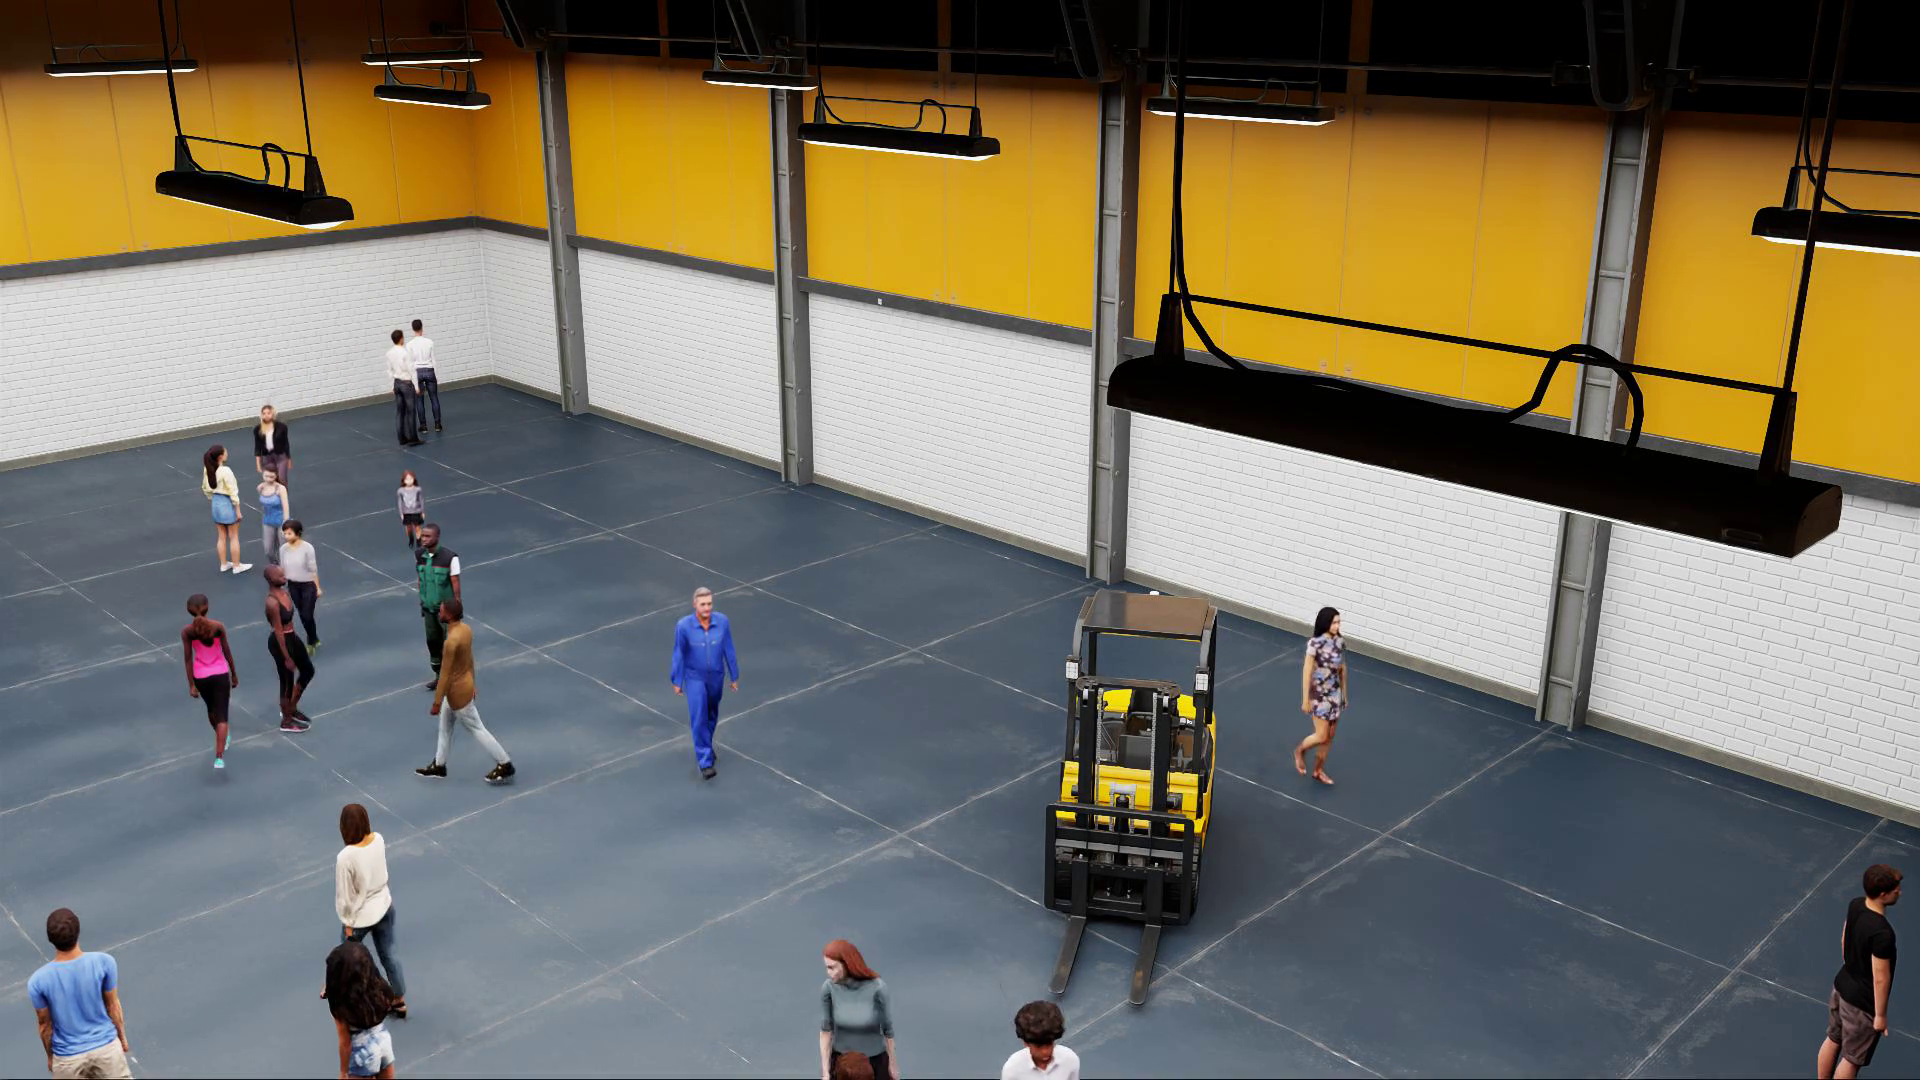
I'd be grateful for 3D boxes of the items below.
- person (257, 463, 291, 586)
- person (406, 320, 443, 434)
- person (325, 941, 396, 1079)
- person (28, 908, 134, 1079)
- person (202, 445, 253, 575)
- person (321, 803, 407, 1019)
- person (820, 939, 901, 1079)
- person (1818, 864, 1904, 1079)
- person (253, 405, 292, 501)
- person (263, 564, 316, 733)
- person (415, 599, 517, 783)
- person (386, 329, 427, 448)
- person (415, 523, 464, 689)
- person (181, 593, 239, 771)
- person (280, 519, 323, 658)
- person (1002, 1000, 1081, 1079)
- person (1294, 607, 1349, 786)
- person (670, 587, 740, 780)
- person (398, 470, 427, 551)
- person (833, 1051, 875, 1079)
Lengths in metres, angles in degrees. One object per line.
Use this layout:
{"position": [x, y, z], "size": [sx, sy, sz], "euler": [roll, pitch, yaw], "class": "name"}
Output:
{"position": [-8.327, -0.192, 20.321], "size": [0.724, 1.578, 0.784], "euler": [7, 20, 19], "class": "person"}
{"position": [-8.803, -2.697, 27.300], "size": [0.696, 1.872, 0.694], "euler": [-9, 20, -24], "class": "person"}
{"position": [-3.643, 3.185, 10.220], "size": [0.683, 1.626, 0.652], "euler": [6, 19, 17], "class": "person"}
{"position": [-5.299, 3.097, 10.111], "size": [0.683, 1.862, 0.642], "euler": [-12, 22, -31], "class": "person"}
{"position": [-9.221, -0.395, 20.843], "size": [0.615, 1.630, 0.773], "euler": [8, 20, 22], "class": "person"}
{"position": [-4.121, 2.652, 11.750], "size": [1.017, 1.659, 0.833], "euler": [9, 21, 25], "class": "person"}
{"position": [-0.628, 3.177, 10.101], "size": [0.719, 1.717, 0.800], "euler": [-2, 19, -7], "class": "person"}
{"position": [5.768, 2.908, 10.674], "size": [0.806, 1.861, 0.761], "euler": [1, 19, 4], "class": "person"}
{"position": [-9.360, -1.042, 22.744], "size": [0.924, 1.643, 1.092], "euler": [-4, 19, -13], "class": "person"}
{"position": [-6.715, 1.067, 16.320], "size": [0.783, 1.745, 0.716], "euler": [-1, 19, -3], "class": "person"}
{"position": [-4.492, 1.421, 15.225], "size": [1.172, 1.774, 1.172], "euler": [-1, 19, -4], "class": "person"}
{"position": [-8.854, -2.423, 26.488], "size": [0.617, 1.871, 0.784], "euler": [8, 20, 21], "class": "person"}
{"position": [-5.397, 0.688, 17.306], "size": [0.682, 1.836, 0.820], "euler": [7, 20, 20], "class": "person"}
{"position": [-7.004, 1.352, 15.571], "size": [0.964, 1.684, 1.201], "euler": [-5, 19, -13], "class": "person"}
{"position": [-7.221, 0.484, 18.376], "size": [0.764, 1.538, 0.811], "euler": [3, 19, 10], "class": "person"}
{"position": [0.431, 3.353, 9.455], "size": [0.784, 1.794, 0.837], "euler": [-4, 19, -11], "class": "person"}
{"position": [3.298, 1.415, 15.325], "size": [0.668, 1.723, 0.721], "euler": [-12, 22, -32], "class": "person"}
{"position": [-2.430, 1.277, 15.620], "size": [0.968, 1.795, 1.184], "euler": [-10, 21, -26], "class": "person"}
{"position": [-7.133, -0.395, 21.680], "size": [0.564, 1.096, 0.616], "euler": [-6, 20, -18], "class": "person"}
{"position": [-0.677, 3.495, 9.308], "size": [1.014, 1.621, 0.687], "euler": [12, 22, 32], "class": "person"}
